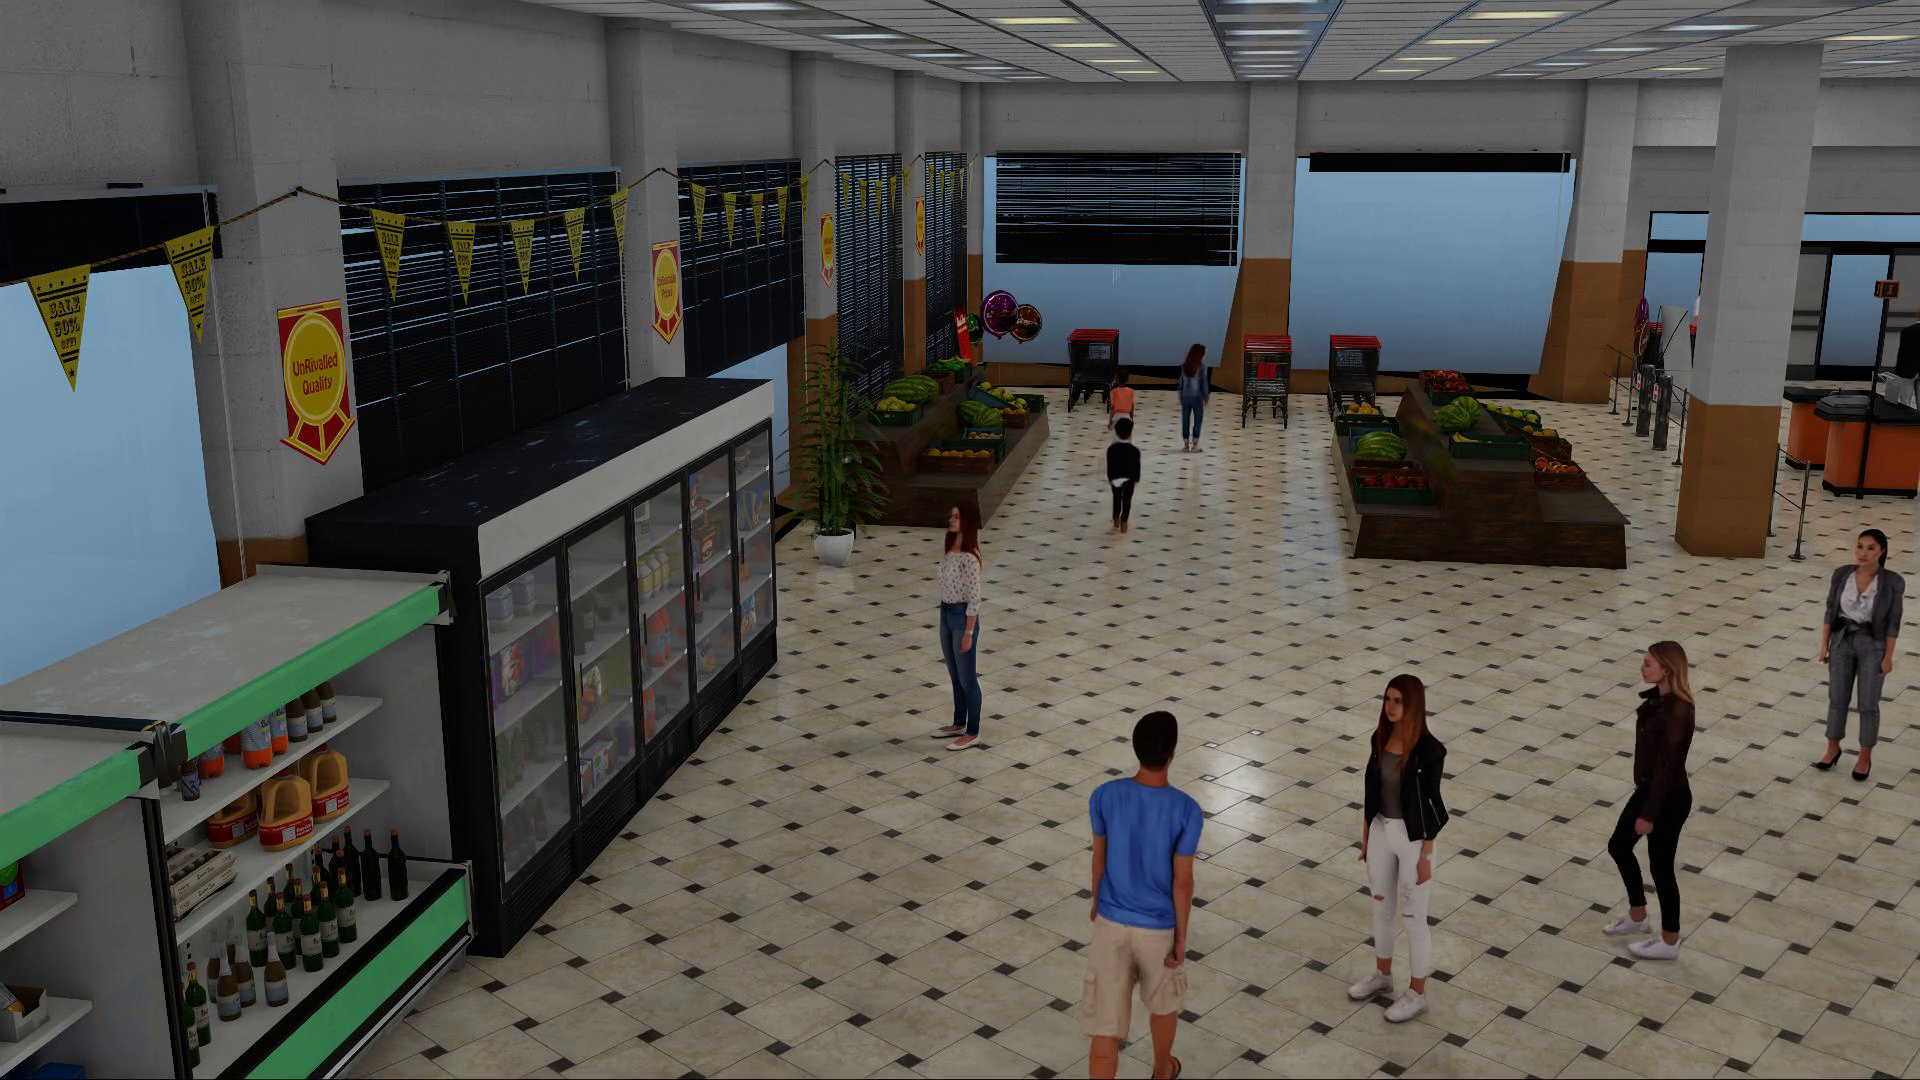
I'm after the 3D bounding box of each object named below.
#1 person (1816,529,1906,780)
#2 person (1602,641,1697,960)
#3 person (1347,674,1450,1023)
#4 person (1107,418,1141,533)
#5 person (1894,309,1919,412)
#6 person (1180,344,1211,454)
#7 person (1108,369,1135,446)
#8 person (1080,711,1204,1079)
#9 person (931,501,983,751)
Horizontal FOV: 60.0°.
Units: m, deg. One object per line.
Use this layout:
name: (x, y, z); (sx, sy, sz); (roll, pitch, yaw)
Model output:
person: (5.931, 0.735, 10.964); (0.756, 1.676, 0.716); (-12, 18, -41)
person: (3.649, 1.337, 8.451); (0.665, 1.690, 0.516); (2, 14, 10)
person: (2.123, 1.451, 7.961); (0.718, 1.699, 0.664); (-10, 17, -36)
person: (1.746, -0.680, 17.783); (0.521, 1.211, 0.643); (4, 14, 15)
person: (13.313, -2.362, 23.149); (0.700, 1.950, 0.552); (2, 14, 9)
person: (3.109, -1.900, 22.266); (0.670, 1.470, 0.662); (6, 15, 22)
person: (2.041, -1.516, 21.021); (0.558, 1.310, 0.570); (-3, 14, -14)
person: (0.711, 1.640, 6.887); (0.719, 1.840, 1.215); (4, 14, 15)
person: (0.007, 0.578, 11.503); (0.719, 1.727, 0.618); (-6, 15, -22)
